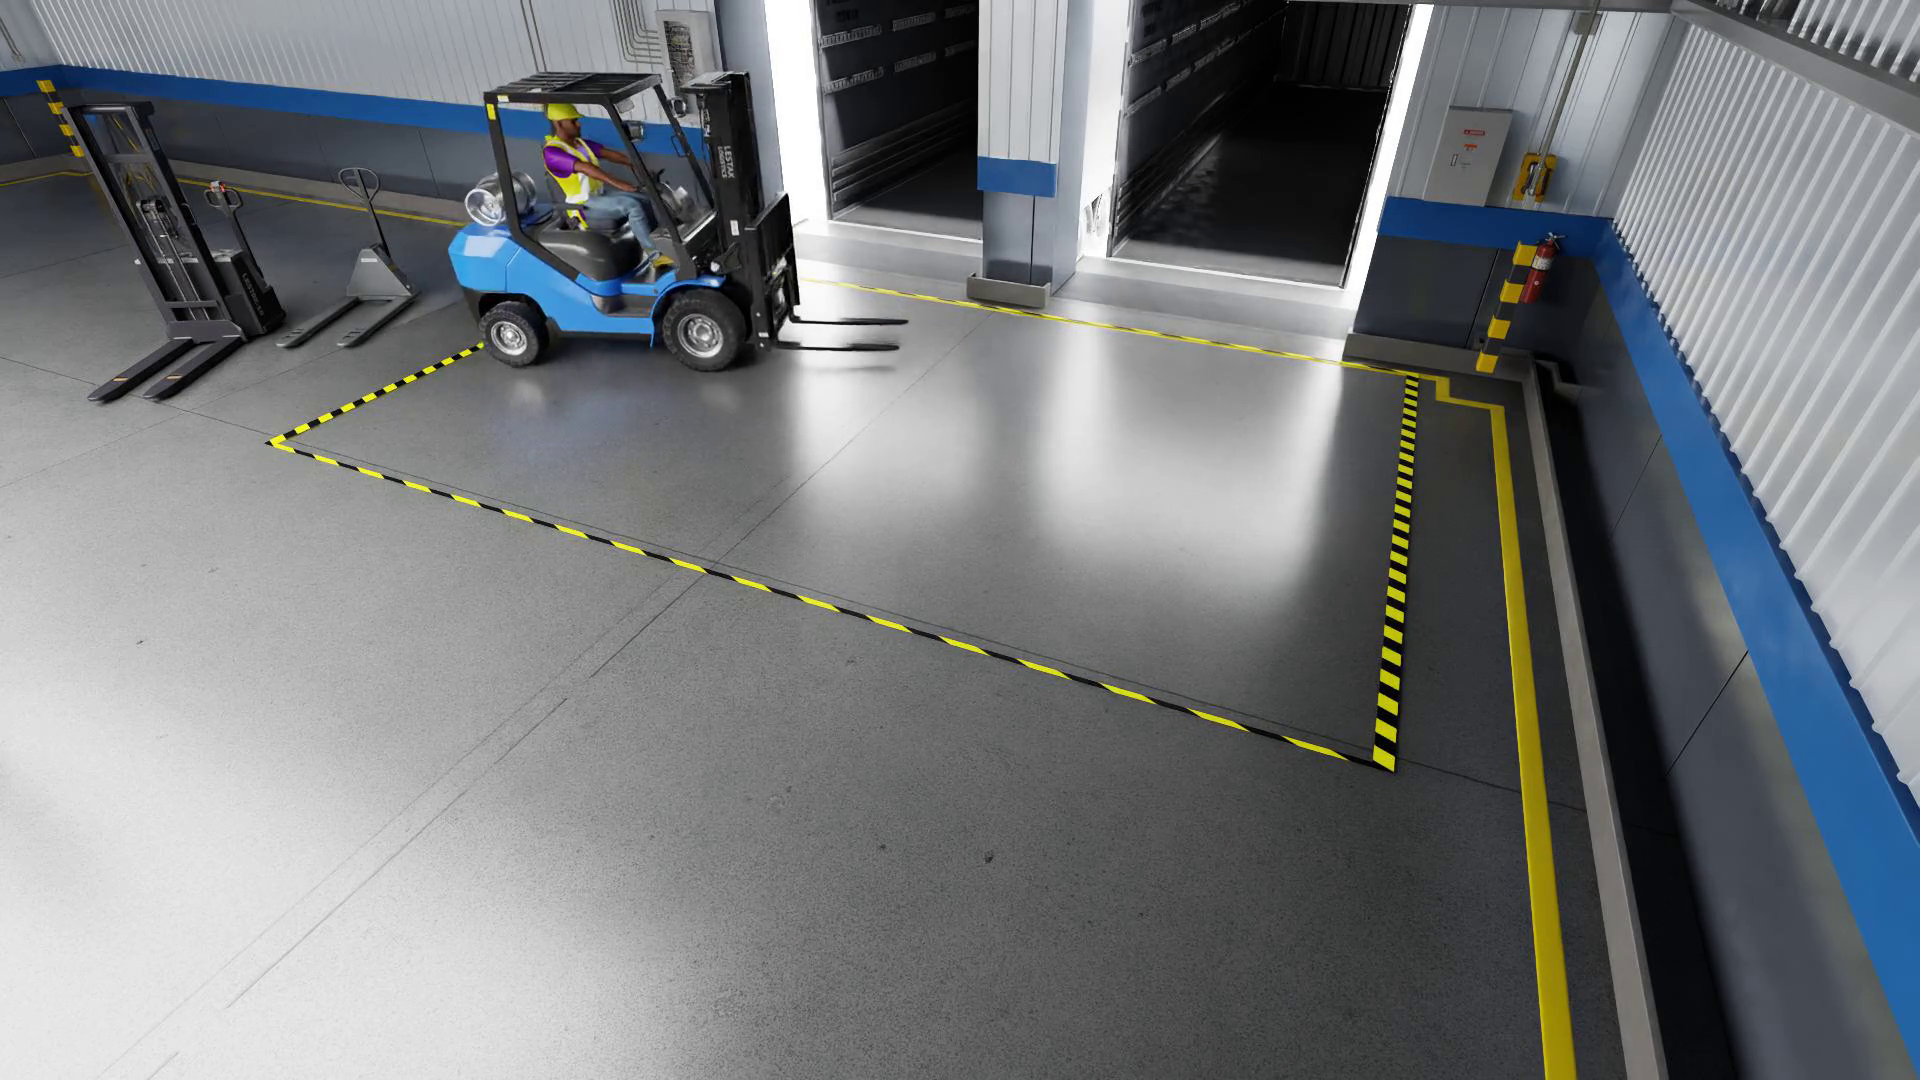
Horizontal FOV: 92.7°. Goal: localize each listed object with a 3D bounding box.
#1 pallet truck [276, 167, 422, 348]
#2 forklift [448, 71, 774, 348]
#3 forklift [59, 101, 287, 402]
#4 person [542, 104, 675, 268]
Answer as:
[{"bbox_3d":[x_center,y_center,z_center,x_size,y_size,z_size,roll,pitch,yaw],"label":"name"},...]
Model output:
[{"bbox_3d":[-5.732,-2.611,8.414,0.680,1.201,1.601,-1,35,-1],"label":"pallet truck"},{"bbox_3d":[-2.881,-2.769,7.670,2.680,2.036,1.157,3,35,4],"label":"forklift"},{"bbox_3d":[-6.686,-2.387,7.434,0.823,1.965,1.885,-3,35,-5],"label":"forklift"},{"bbox_3d":[-2.822,-2.915,7.553,1.004,1.293,0.635,3,35,4],"label":"person"}]
